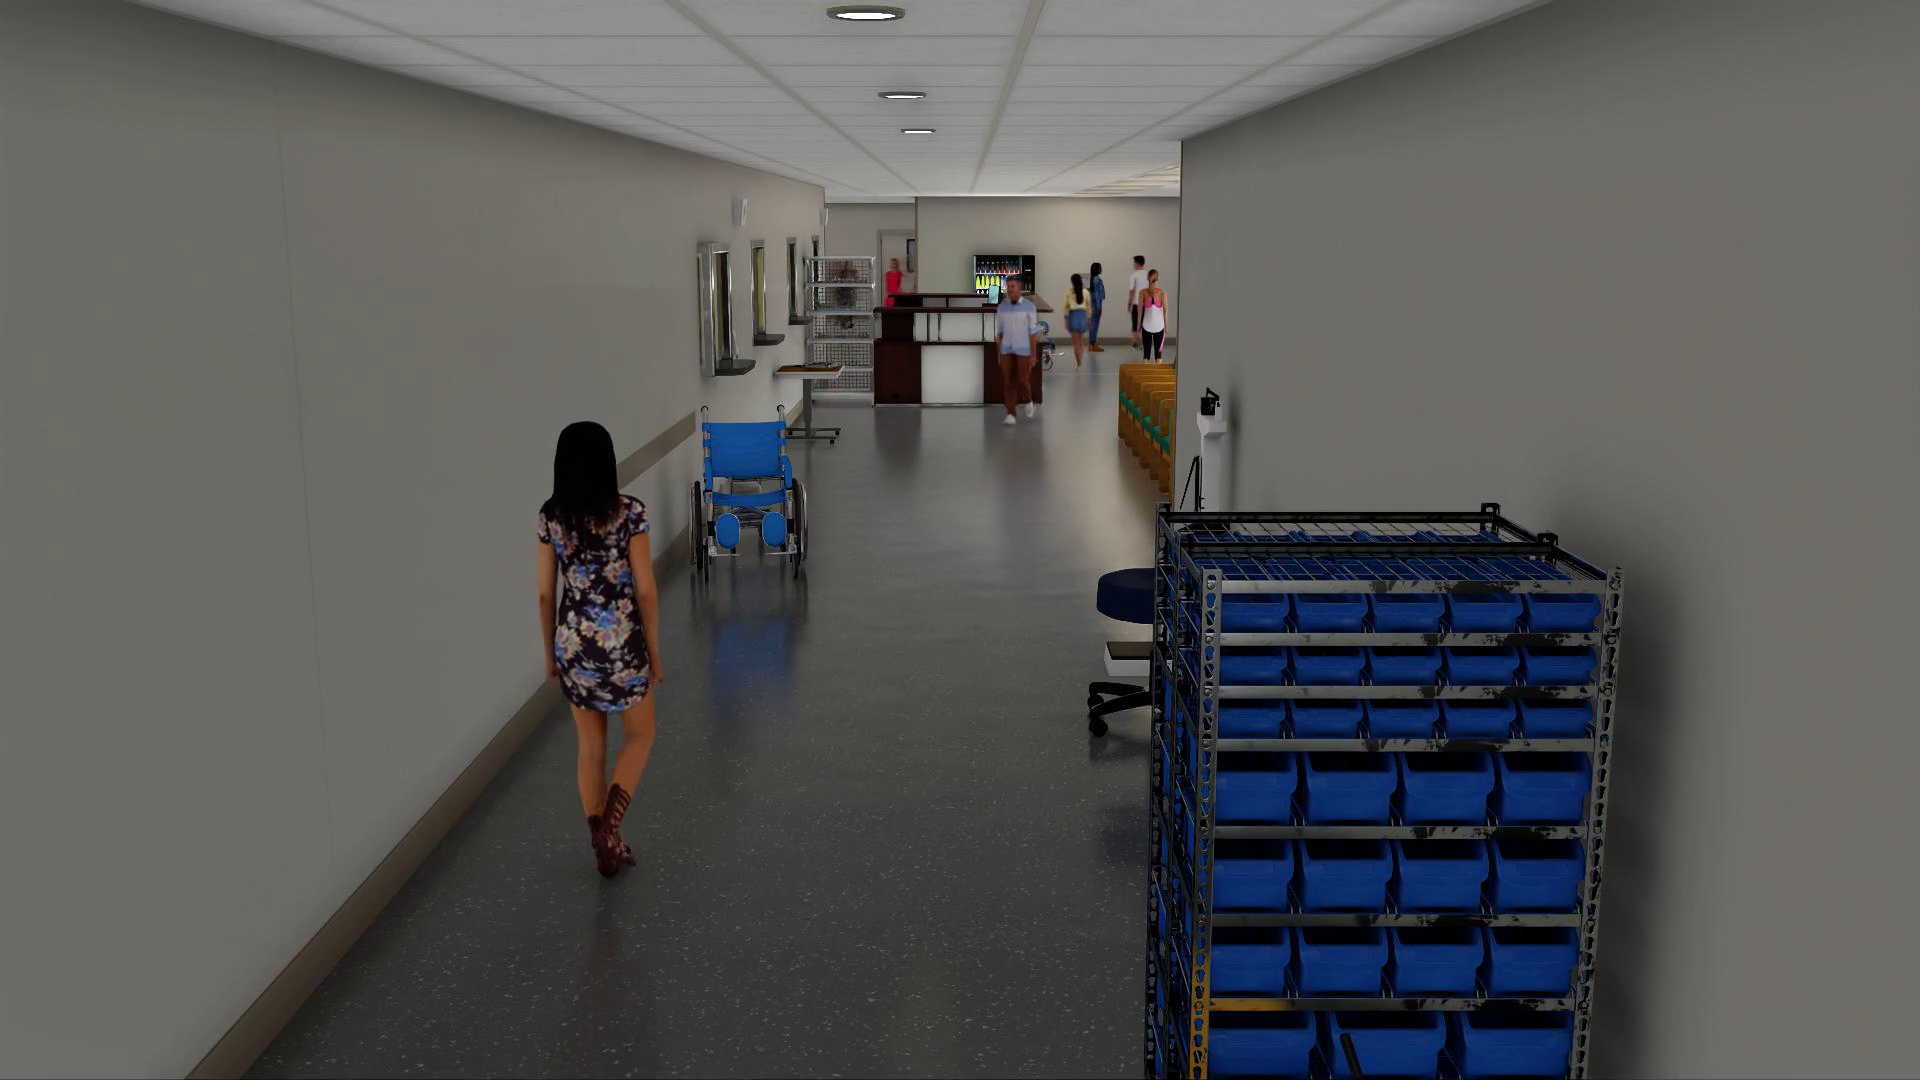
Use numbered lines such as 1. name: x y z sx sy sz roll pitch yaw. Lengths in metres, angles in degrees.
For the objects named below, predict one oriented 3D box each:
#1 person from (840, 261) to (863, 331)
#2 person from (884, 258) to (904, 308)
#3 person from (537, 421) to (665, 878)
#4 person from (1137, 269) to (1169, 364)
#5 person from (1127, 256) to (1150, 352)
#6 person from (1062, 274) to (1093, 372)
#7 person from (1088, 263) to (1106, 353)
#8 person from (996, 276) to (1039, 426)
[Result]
1. person: -2.537 -5.690 38.556 1.078 1.671 0.836 -3 11 -14
2. person: -1.409 -5.317 36.472 0.639 1.714 0.683 3 11 13
3. person: -1.342 0.438 6.116 0.625 1.726 0.692 1 11 6
4. person: 2.872 -3.136 24.783 0.542 1.787 0.716 3 11 15
5. person: 3.511 -4.587 32.287 0.749 1.840 0.867 -6 12 -27
6. person: 1.979 -3.641 27.927 0.816 1.608 0.798 -2 11 -13
7. person: 2.648 -4.550 32.433 0.528 1.713 0.619 -1 11 -4
8. person: 0.718 -2.316 20.401 0.910 1.810 0.923 4 12 21
